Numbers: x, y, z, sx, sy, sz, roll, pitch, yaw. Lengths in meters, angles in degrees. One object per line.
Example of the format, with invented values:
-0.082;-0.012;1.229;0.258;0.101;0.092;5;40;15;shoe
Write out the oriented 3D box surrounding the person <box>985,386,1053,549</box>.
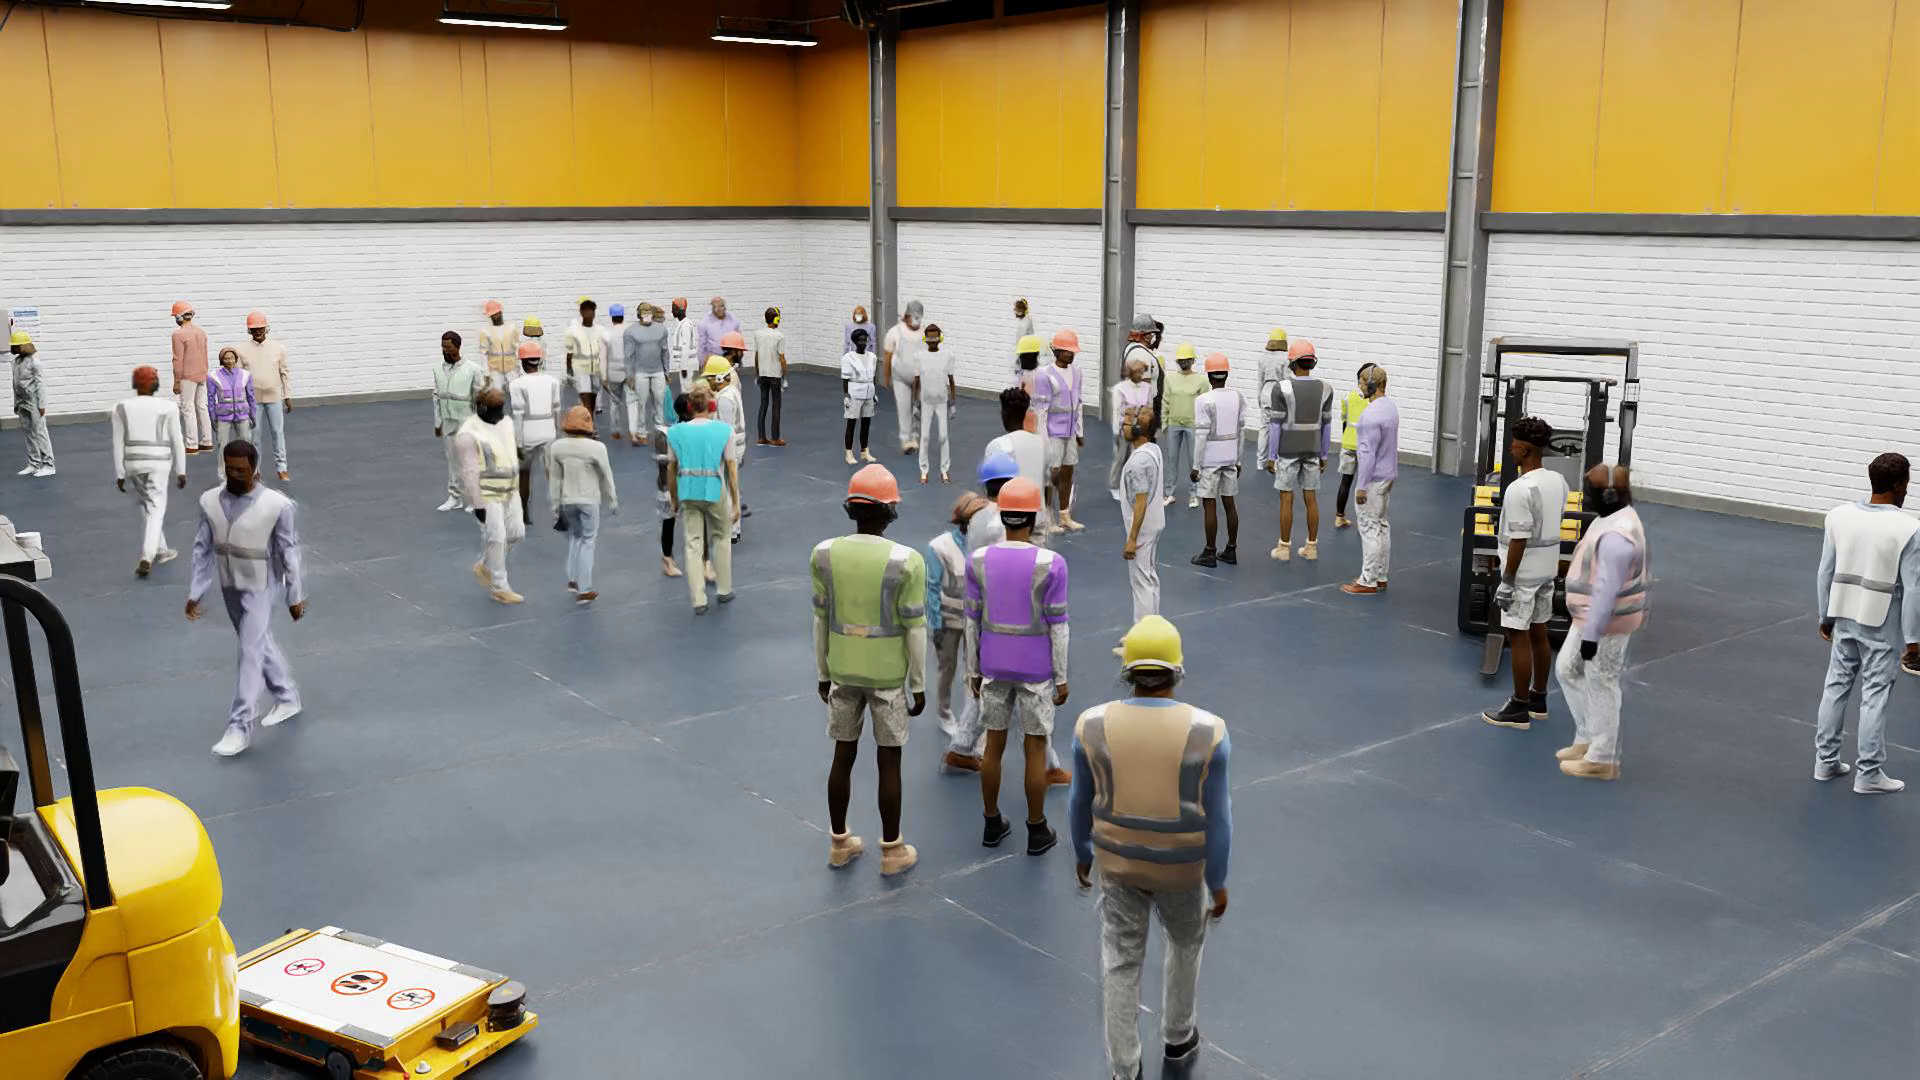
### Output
0.366;-0.143;12.145;0.658;1.944;0.778;-9;15;-37;person

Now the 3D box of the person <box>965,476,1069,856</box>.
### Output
0.297;0.636;8.444;0.544;1.929;0.388;5;13;22;person

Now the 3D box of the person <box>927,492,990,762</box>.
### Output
0.038;0.485;9.985;0.526;1.586;0.863;-3;12;-15;person

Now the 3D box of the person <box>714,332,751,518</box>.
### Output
-2.371;-1.191;17.267;0.414;1.923;0.586;-4;12;-19;person

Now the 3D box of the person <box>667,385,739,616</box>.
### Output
-2.047;-0.340;13.412;0.594;1.811;0.816;1;12;5;person

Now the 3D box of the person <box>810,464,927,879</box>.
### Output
-0.435;0.640;8.181;0.604;2.034;0.417;4;13;21;person

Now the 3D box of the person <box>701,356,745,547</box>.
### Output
-2.248;-0.844;15.855;0.403;1.821;0.601;-1;12;-4;person

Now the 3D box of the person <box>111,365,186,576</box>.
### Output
-7.220;-0.627;14.784;0.585;1.841;0.986;-2;12;-8;person

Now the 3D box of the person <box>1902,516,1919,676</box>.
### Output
6.867;-0.009;11.457;0.610;1.966;0.363;0;12;-2;person

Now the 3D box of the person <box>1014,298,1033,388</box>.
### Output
0.952;-2.663;24.635;0.342;1.830;0.649;2;12;8;person

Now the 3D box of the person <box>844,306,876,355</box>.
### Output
-1.571;-2.921;26.382;0.510;1.608;0.716;2;12;8;person

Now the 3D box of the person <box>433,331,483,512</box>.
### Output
-5.286;-1.252;17.577;0.591;1.918;0.383;4;12;20;person

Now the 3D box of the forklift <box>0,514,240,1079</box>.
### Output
-3.687;1.115;5.480;2.313;2.155;1.214;-9;15;-36;forklift

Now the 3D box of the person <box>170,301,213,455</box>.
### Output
-9.949;-2.092;21.493;0.410;1.980;0.624;2;12;10;person

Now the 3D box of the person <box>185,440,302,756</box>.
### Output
-4.363;0.316;10.147;0.588;1.866;0.979;3;12;16;person

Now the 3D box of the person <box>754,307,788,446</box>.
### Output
-2.517;-2.171;22.184;0.528;1.857;0.332;6;13;28;person

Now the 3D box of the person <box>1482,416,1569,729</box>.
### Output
3.553;0.202;10.441;0.613;1.963;0.362;-11;16;-44;person

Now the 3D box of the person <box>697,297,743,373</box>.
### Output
-3.564;-2.667;24.569;0.664;1.870;0.705;-6;13;-29;person

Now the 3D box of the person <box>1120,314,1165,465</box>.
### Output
2.044;-1.477;18.368;0.538;2.000;0.684;-2;12;-10;person

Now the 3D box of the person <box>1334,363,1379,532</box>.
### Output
4.005;-0.921;16.560;0.323;1.685;0.547;-10;15;-39;person

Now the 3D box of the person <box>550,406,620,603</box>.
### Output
-3.084;-0.299;13.698;0.511;1.619;0.447;4;12;18;person

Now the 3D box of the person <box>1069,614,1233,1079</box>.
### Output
0.722;1.154;6.225;0.617;1.805;0.701;3;12;15;person

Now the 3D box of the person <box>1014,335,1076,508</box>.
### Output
0.817;-1.177;17.241;0.679;1.905;0.598;-5;13;-23;person

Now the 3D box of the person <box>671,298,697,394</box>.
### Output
-3.943;-2.514;23.771;0.356;1.879;0.574;-3;12;-12;person

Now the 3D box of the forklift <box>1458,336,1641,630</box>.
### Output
4.683;-0.471;13.136;1.214;2.155;2.313;4;12;20;forklift

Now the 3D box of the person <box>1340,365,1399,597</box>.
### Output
3.454;-0.494;13.906;0.385;1.929;0.634;7;13;29;person

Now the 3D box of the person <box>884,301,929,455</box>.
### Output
-0.603;-2.147;21.604;0.693;2.000;1.013;-3;12;-15;person

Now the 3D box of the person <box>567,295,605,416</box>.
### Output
-5.649;-2.776;25.149;0.591;1.833;0.403;-6;13;-27;person

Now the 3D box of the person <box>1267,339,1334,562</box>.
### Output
3.082;-0.809;15.176;0.600;2.035;0.402;-3;12;-16;person

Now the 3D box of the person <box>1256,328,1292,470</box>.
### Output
3.831;-1.702;20.206;0.325;1.737;0.488;-11;16;-42;person

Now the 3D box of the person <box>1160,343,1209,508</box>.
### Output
2.403;-1.221;17.822;0.548;1.760;0.331;5;13;24;person

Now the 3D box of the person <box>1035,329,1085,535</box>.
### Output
1.012;-1.061;16.394;0.611;2.032;0.411;-11;16;-43;person

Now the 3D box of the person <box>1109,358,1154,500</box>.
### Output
1.842;-1.172;17.965;0.519;1.599;0.841;-4;12;-17;person

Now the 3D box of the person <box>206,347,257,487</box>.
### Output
-8.258;-1.376;18.888;0.513;1.631;0.318;-8;14;-35;person

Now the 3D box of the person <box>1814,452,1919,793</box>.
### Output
5.082;0.460;9.310;0.374;1.917;0.599;-6;13;-26;person

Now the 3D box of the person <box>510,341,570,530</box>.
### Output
-4.217;-1.044;16.642;0.548;1.898;0.967;-10;15;-39;person

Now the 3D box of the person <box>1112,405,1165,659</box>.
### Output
1.292;-0.057;11.983;0.346;1.847;0.506;4;12;19;person

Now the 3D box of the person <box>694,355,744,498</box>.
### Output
-2.687;-1.256;18.378;0.863;1.584;0.508;10;16;41;person

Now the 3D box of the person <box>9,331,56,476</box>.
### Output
-11.096;-1.619;19.810;0.488;1.737;0.320;6;13;27;person

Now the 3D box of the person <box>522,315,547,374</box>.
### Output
-5.676;-2.124;22.216;0.295;1.744;0.485;2;12;9;person

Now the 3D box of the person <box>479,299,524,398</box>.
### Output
-6.321;-2.373;22.994;0.576;1.927;0.389;-5;13;-21;person

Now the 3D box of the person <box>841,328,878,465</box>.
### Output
-1.240;-1.784;20.685;0.540;1.695;0.317;-10;15;-41;person

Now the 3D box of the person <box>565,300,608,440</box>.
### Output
-5.092;-2.341;22.882;0.608;1.907;1.024;-7;13;-29;person

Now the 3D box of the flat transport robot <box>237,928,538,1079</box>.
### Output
-2.460;1.840;6.644;1.431;0.197;0.652;6;13;28;flat transport robot

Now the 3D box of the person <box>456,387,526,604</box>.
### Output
-3.834;-0.361;13.563;0.544;1.809;0.674;5;13;23;person

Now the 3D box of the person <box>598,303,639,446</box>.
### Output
-4.521;-2.221;22.321;0.616;1.905;0.998;-3;12;-15;person

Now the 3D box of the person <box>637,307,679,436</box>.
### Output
-4.181;-2.308;22.979;0.973;1.789;0.540;7;13;30;person

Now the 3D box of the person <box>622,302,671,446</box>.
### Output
-4.176;-2.219;22.239;0.635;1.928;0.383;-7;14;-31;person

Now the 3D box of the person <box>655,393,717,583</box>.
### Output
-2.372;-0.444;14.307;0.554;1.643;0.827;-8;14;-35;person

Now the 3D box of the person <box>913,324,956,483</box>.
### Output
-0.296;-1.582;19.321;0.511;1.862;0.325;0;12;0;person

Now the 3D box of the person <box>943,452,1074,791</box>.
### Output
0.250;0.459;9.418;0.702;1.894;0.648;-4;12;-16;person

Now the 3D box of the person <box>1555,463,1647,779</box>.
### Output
3.615;0.468;9.484;0.513;1.828;0.648;4;12;19;person

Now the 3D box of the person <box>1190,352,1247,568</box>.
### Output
2.301;-0.721;14.975;0.551;1.933;0.369;-7;13;-29;person

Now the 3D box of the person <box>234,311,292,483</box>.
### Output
-8.103;-1.657;19.349;0.614;1.994;0.381;-5;13;-25;person
